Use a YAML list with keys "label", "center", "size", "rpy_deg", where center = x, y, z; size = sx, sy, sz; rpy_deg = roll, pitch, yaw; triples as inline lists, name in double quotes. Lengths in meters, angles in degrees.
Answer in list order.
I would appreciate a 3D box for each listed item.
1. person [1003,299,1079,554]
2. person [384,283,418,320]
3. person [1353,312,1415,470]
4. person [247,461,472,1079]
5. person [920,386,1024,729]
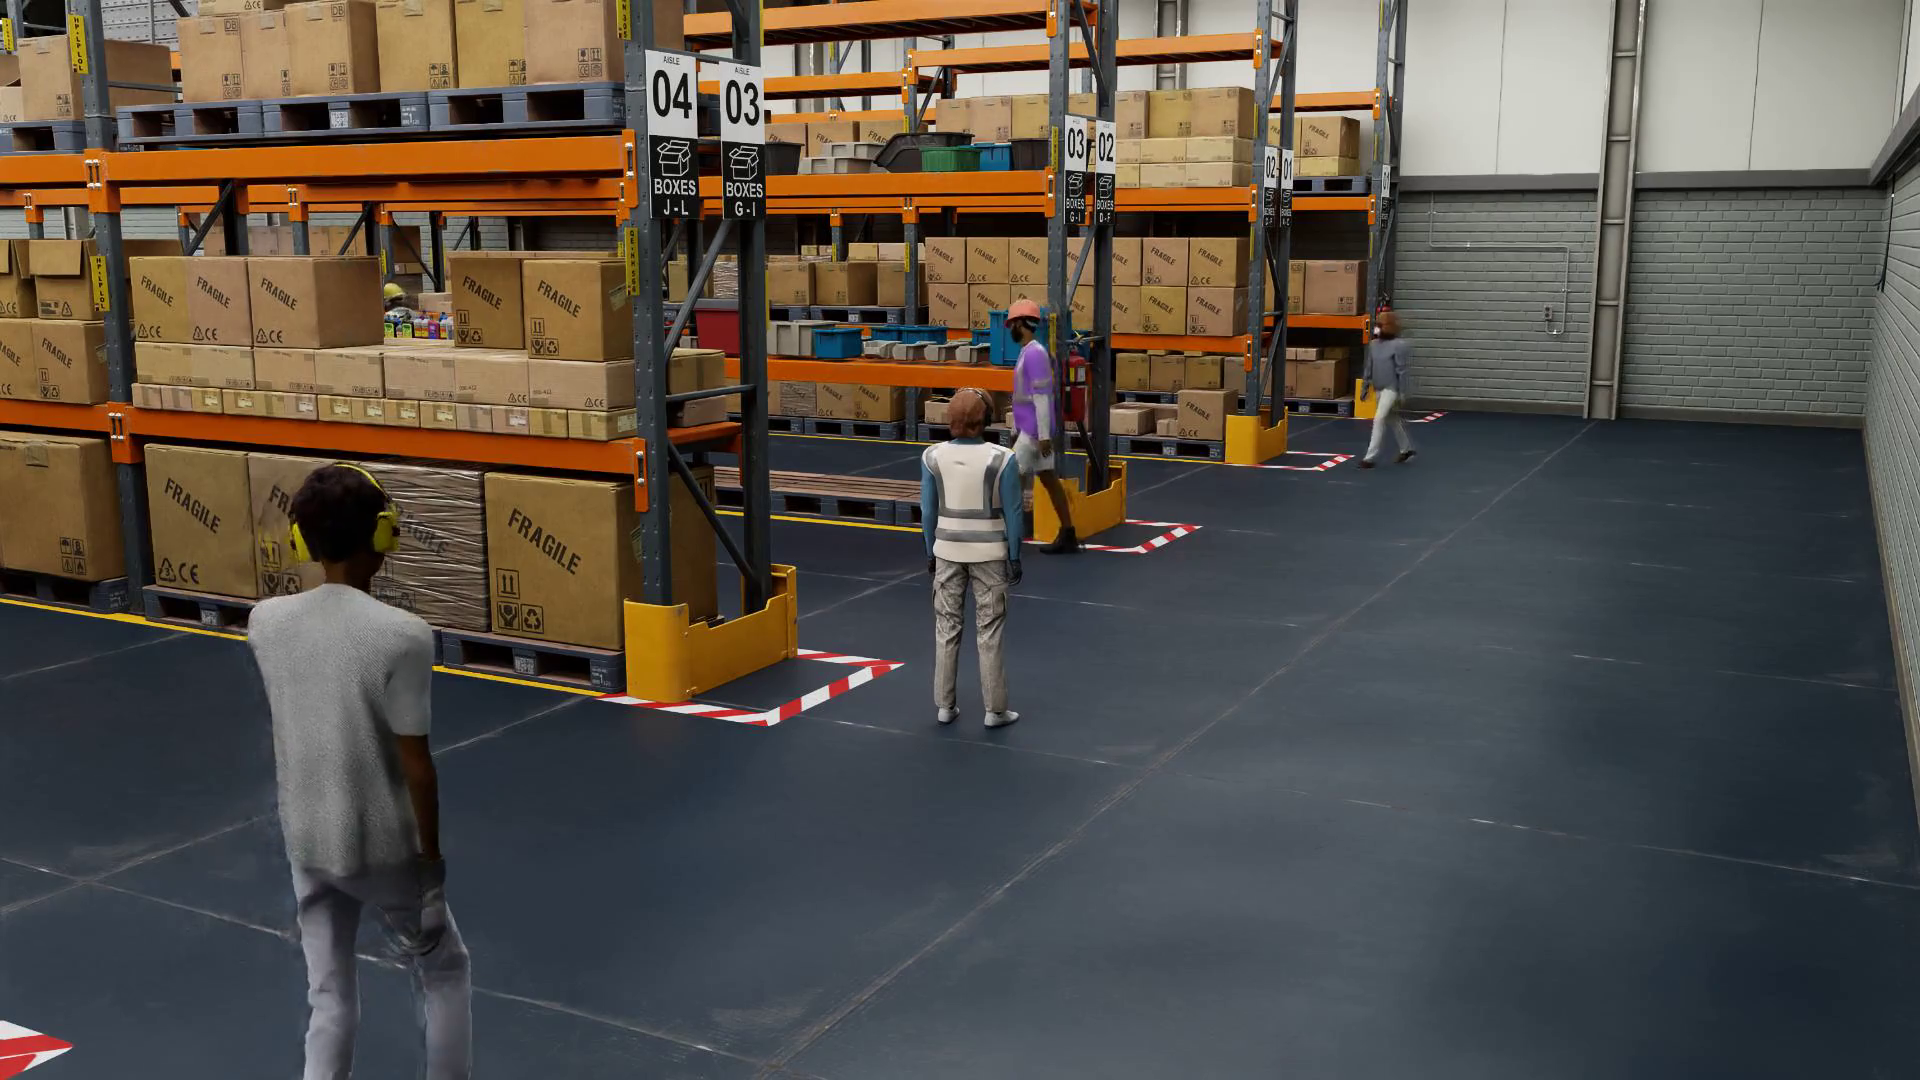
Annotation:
- label: "person"
  center: [0.443, -0.818, 12.255]
  size: [0.983, 1.872, 0.558]
  rpy_deg: [1, 10, 3]
- label: "person"
  center: [-6.364, -2.004, 18.894]
  size: [0.439, 1.810, 0.633]
  rpy_deg: [4, 11, 19]
- label: "person"
  center: [4.348, -1.523, 16.877]
  size: [0.857, 1.592, 0.514]
  rpy_deg: [-5, 11, -25]
- label: "person"
  center: [-1.378, 0.729, 3.943]
  size: [0.501, 1.835, 0.728]
  rpy_deg: [2, 11, 12]
- label: "person"
  center: [0.057, 0.090, 7.936]
  size: [0.514, 1.645, 0.308]
  rpy_deg: [4, 11, 20]
